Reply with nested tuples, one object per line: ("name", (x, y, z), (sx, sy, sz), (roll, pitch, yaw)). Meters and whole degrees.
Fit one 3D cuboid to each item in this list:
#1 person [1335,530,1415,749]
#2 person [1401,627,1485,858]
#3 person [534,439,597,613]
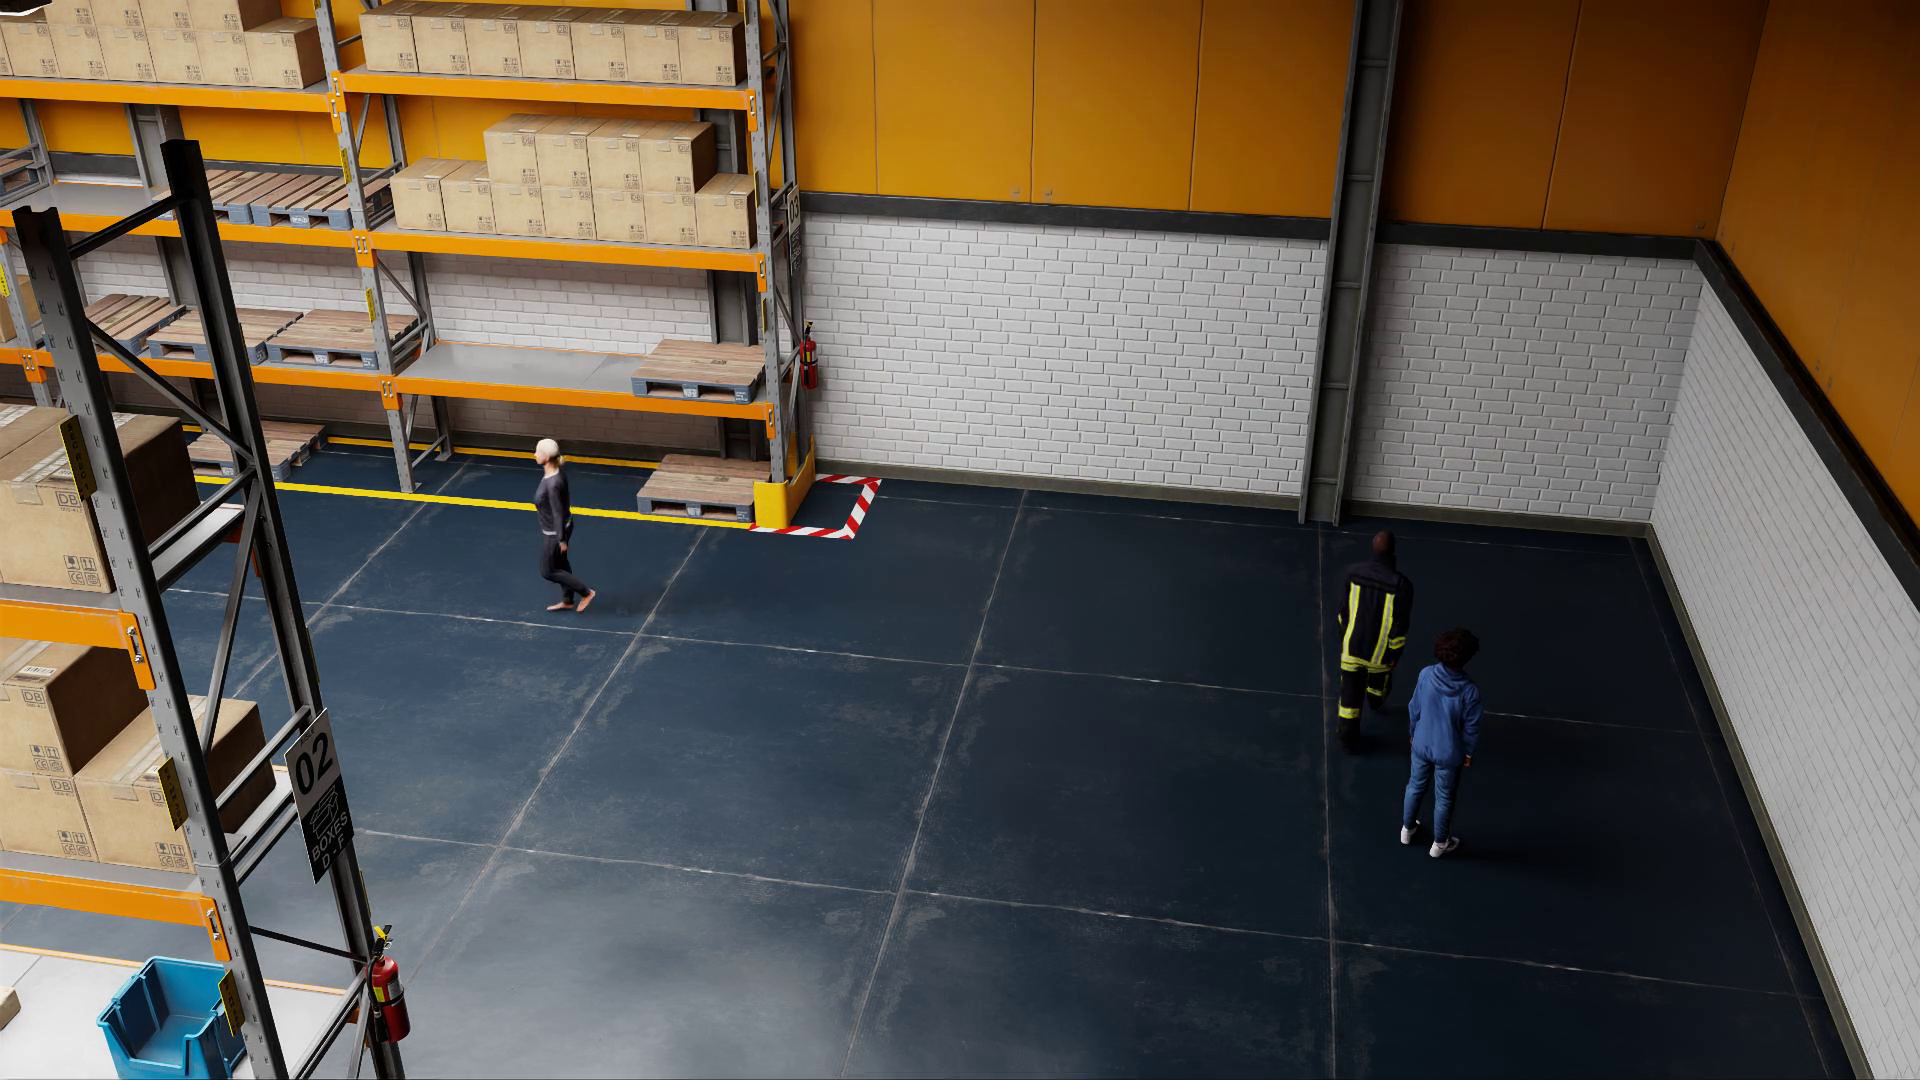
("person", (3.187, 0.803, 13.008), (1.232, 1.775, 1.077), (15, 32, 26))
("person", (3.418, 1.428, 11.828), (0.698, 1.808, 0.818), (24, 37, 37))
("person", (-3.503, -0.113, 14.750), (0.771, 1.715, 0.701), (-2, 29, -4))
